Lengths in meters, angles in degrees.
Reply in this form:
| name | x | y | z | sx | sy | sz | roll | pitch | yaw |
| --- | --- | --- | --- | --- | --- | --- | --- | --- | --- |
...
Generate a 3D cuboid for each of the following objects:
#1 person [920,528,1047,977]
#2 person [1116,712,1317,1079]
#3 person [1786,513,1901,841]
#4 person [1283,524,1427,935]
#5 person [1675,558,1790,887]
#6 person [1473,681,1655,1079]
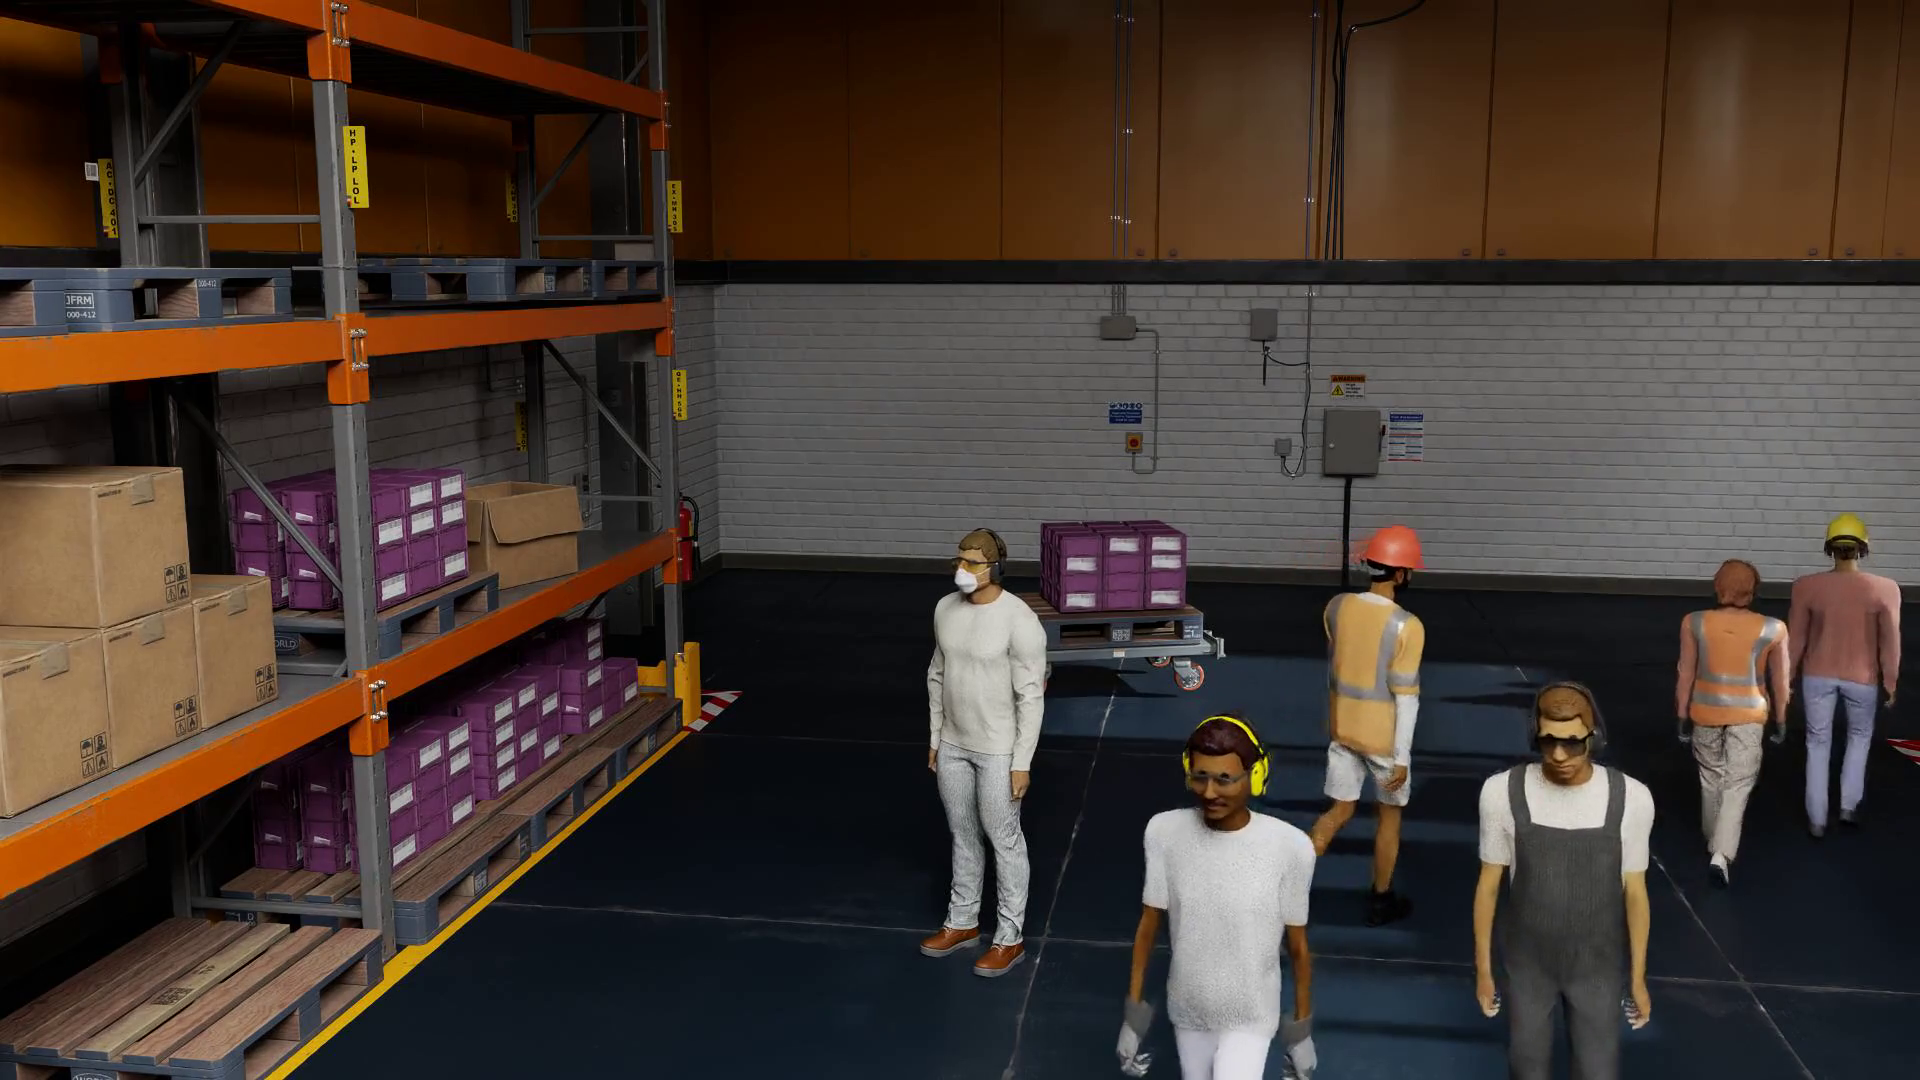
| name | x | y | z | sx | sy | sz | roll | pitch | yaw |
| --- | --- | --- | --- | --- | --- | --- | --- | --- | --- |
| person | 0.092 | 0.907 | 7.220 | 0.630 | 1.940 | 0.372 | 9 | 13 | 43 |
| person | 0.765 | 1.359 | 4.829 | 0.550 | 1.831 | 0.956 | 4 | 10 | 25 |
| person | 4.722 | 0.723 | 8.933 | 0.558 | 1.747 | 0.597 | 5 | 10 | 27 |
| person | 1.803 | 0.877 | 7.510 | 0.787 | 1.908 | 0.558 | -8 | 12 | -39 |
| person | 3.840 | 0.897 | 8.316 | 0.511 | 1.607 | 0.827 | 6 | 11 | 33 |
| person | 1.839 | 1.307 | 5.091 | 0.535 | 1.826 | 0.446 | 3 | 10 | 17 |
